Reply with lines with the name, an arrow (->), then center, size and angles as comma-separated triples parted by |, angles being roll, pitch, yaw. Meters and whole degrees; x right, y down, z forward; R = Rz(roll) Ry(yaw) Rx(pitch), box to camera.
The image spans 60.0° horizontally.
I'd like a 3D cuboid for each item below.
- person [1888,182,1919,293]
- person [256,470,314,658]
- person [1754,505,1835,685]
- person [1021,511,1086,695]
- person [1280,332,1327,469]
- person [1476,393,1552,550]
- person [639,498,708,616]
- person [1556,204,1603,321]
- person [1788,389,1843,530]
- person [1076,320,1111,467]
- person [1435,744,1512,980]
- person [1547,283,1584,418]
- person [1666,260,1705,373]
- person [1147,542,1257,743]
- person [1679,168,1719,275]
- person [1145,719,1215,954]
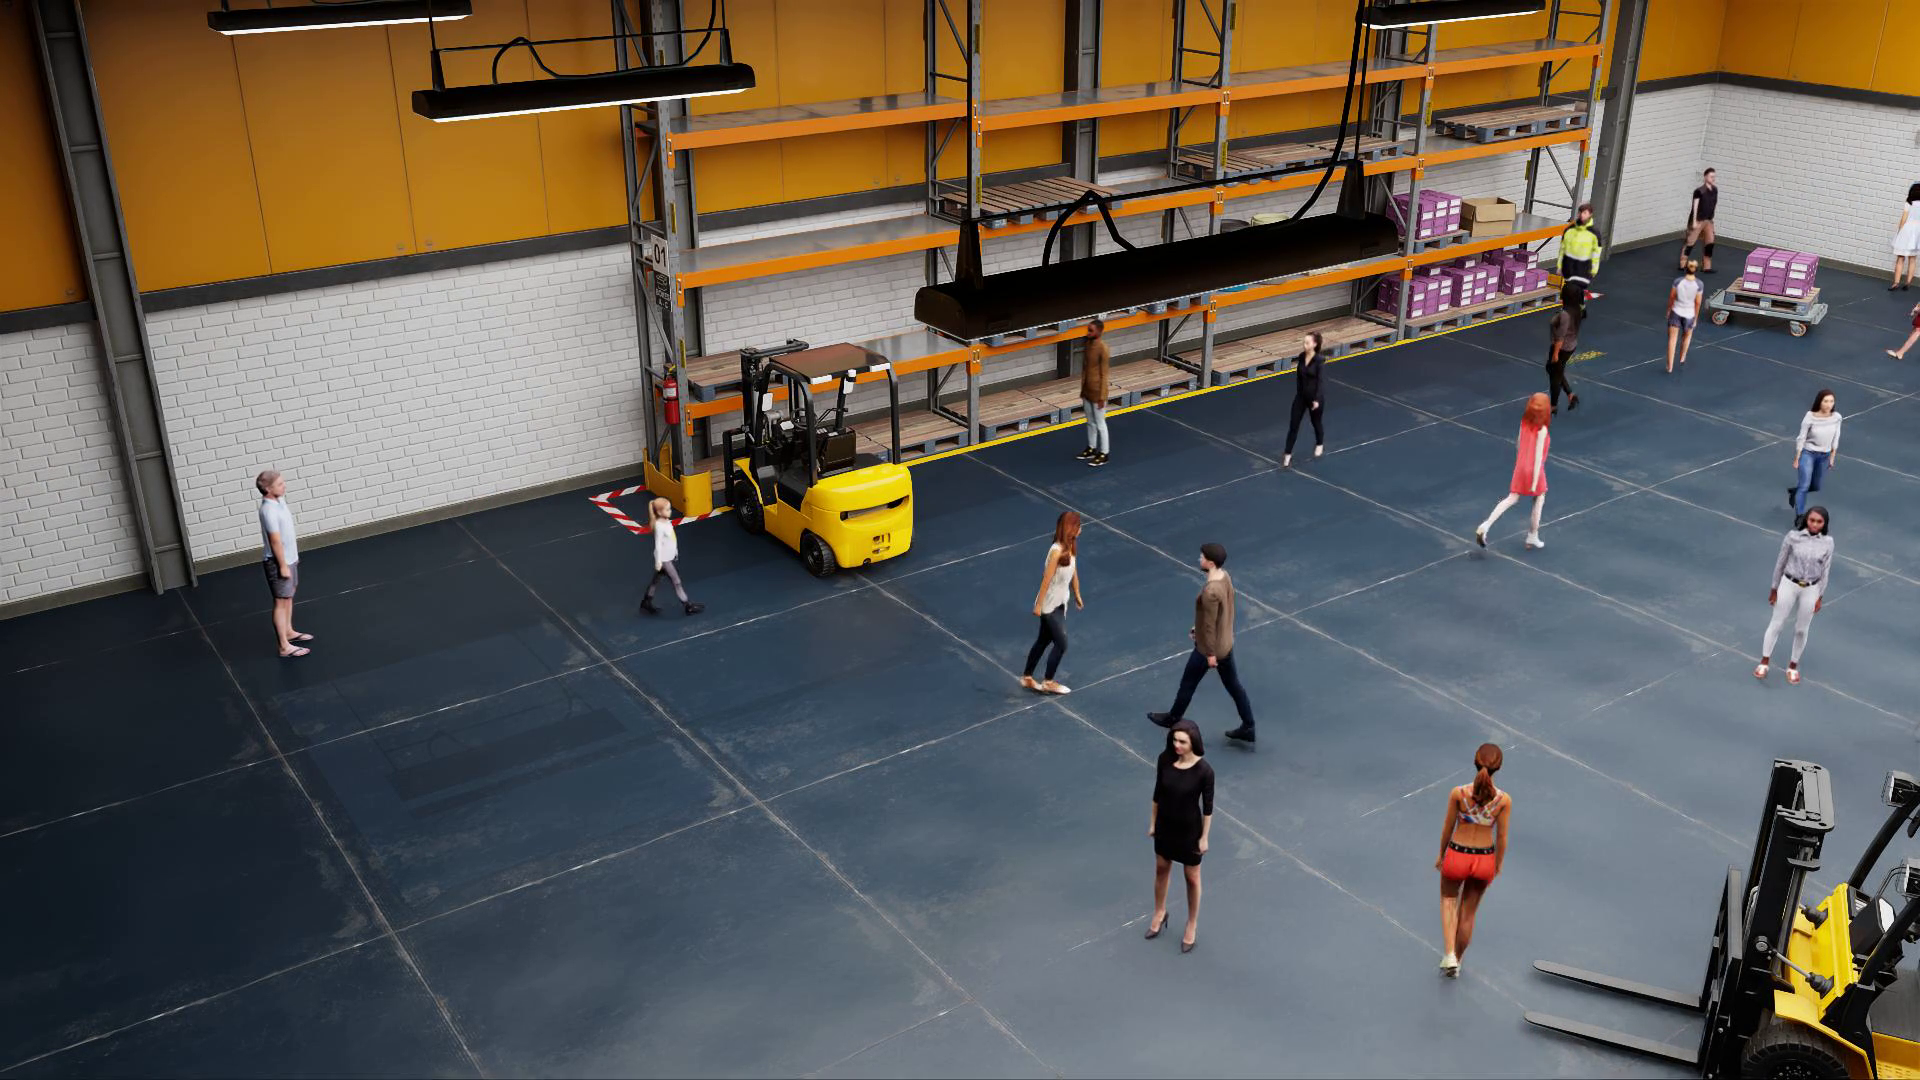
person -> 15.829, -5.040, 27.717 | 0.845, 1.814, 0.915 | 1, 24, 3
person -> -6.429, 0.198, 15.715 | 0.691, 1.830, 0.711 | -4, 24, -9
person -> 7.661, 0.481, 15.200 | 0.668, 1.723, 0.669 | 10, 26, 22
person -> 0.750, 0.586, 14.937 | 0.870, 1.743, 0.821 | 13, 27, 27
person -> 4.301, -1.699, 20.256 | 0.728, 1.668, 1.089 | 22, 32, 40
person -> 5.979, -0.672, 17.751 | 1.195, 1.794, 0.795 | -9, 25, -19
person -> -2.987, 0.187, 16.471 | 0.969, 1.244, 0.834 | 0, 24, 1
person -> 9.569, -4.200, 25.647 | 1.268, 1.934, 0.840 | -19, 30, -37
person -> 9.483, -0.932, 18.567 | 0.926, 1.616, 0.930 | -1, 24, -1
person -> 1.668, -1.817, 20.345 | 0.535, 1.815, 0.626 | -13, 27, -28
person -> 3.415, 2.217, 11.158 | 0.763, 1.780, 0.824 | 6, 24, 13
person -> 7.985, -2.457, 21.784 | 0.830, 1.833, 0.782 | 18, 29, 35
person -> 10.292, -3.154, 23.687 | 0.902, 1.587, 1.041 | 9, 25, 19
person -> 2.234, 0.913, 14.071 | 1.084, 1.836, 1.232 | 12, 26, 26
person -> 12.797, -5.553, 28.887 | 0.924, 1.818, 0.876 | -9, 25, -19
person -> 1.534, 2.033, 11.547 | 0.648, 1.807, 0.600 | 17, 29, 34
